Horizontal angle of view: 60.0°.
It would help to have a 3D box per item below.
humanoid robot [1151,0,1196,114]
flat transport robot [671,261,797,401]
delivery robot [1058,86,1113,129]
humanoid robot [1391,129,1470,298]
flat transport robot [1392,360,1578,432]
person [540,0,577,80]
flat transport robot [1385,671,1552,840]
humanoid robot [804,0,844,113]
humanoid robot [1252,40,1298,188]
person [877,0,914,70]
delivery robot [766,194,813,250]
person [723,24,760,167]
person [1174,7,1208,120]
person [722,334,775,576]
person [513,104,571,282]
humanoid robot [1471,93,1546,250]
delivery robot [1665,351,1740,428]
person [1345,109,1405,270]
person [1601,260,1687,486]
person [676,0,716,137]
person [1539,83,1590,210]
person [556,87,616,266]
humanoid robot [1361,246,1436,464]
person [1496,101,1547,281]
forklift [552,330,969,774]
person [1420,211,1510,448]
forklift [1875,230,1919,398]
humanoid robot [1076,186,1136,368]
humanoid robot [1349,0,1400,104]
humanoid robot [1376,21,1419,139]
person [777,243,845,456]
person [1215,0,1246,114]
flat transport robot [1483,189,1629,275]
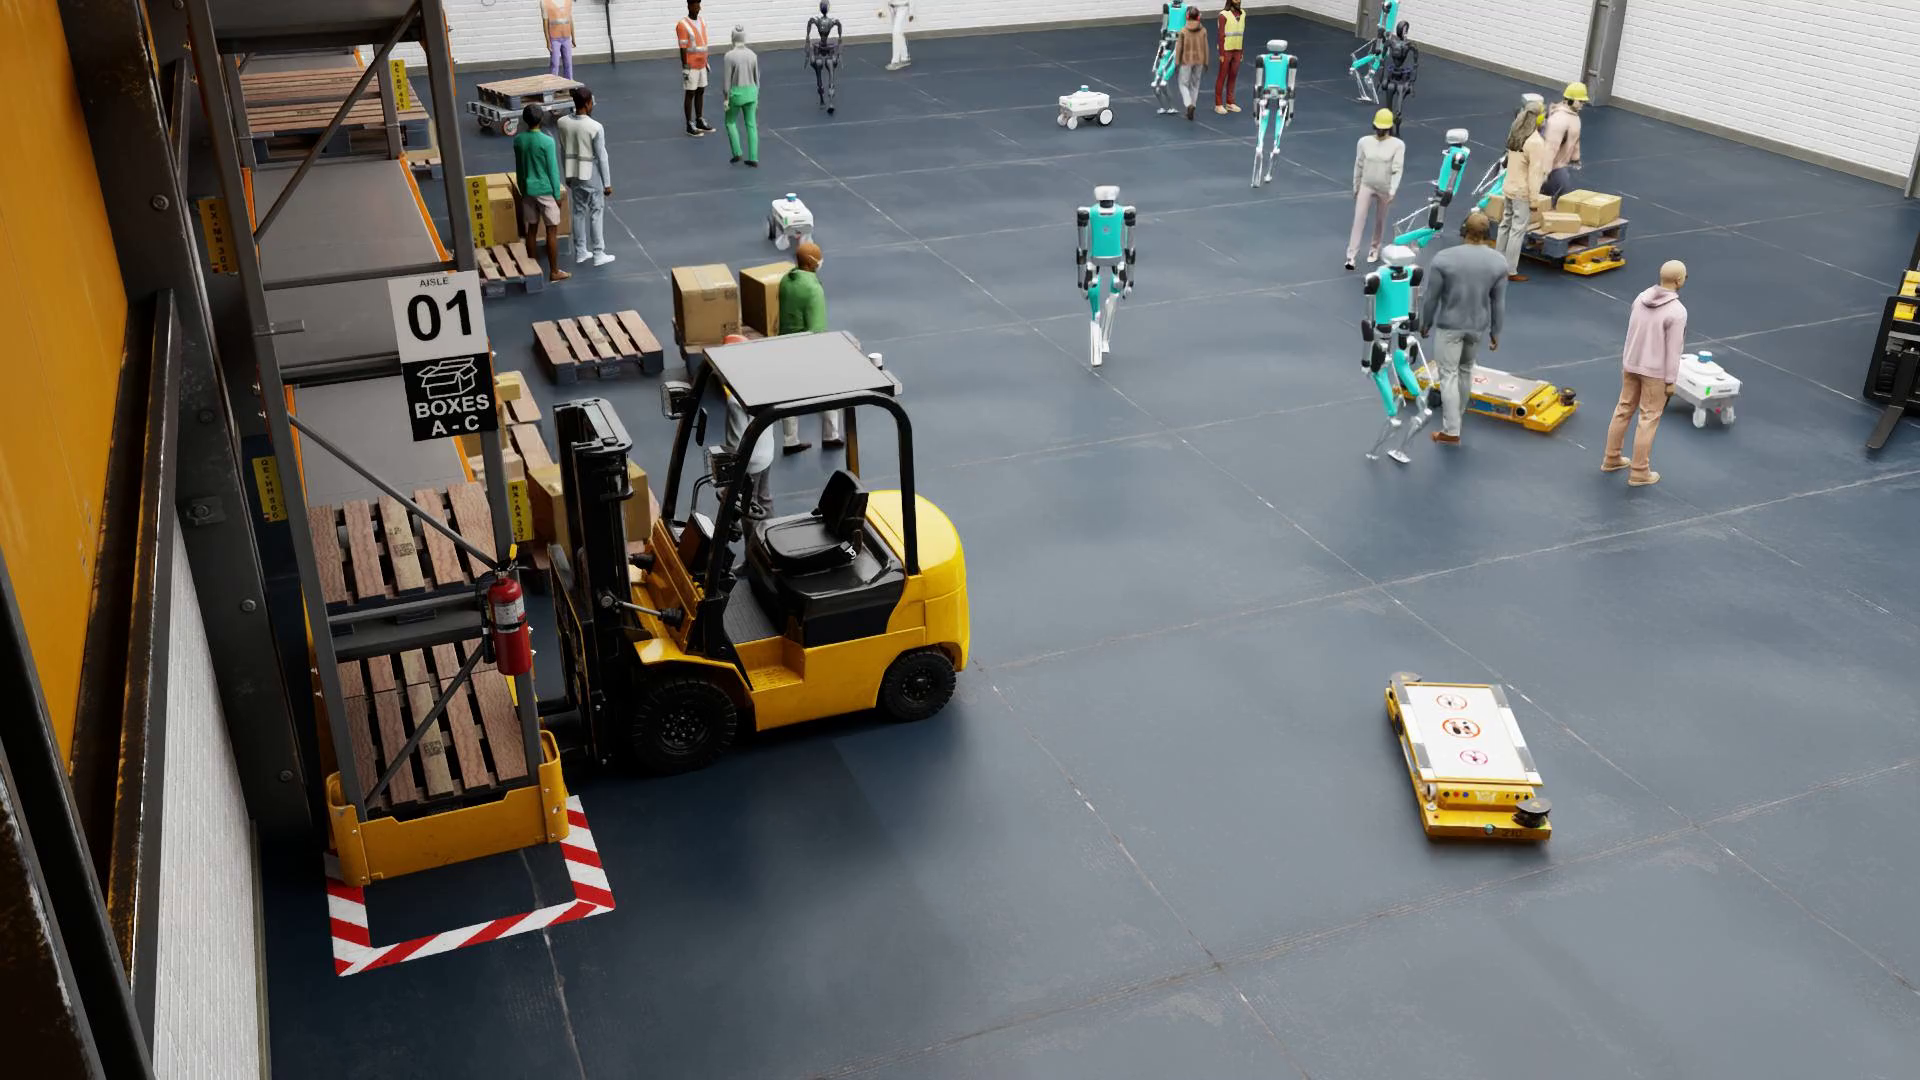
[{"bbox_3d":[3.074,-7.170,24.597,0.540,1.773,0.745,20,33,34],"label":"humanoid robot"},{"bbox_3d":[-1.937,-1.634,15.237,0.659,0.231,1.431,-7,28,-14],"label":"flat transport robot"},{"bbox_3d":[1.835,-6.298,24.217,0.791,0.614,0.499,-14,30,-26],"label":"delivery robot"},{"bbox_3d":[4.665,-3.254,16.885,0.797,1.830,0.536,5,27,10],"label":"humanoid robot"},{"bbox_3d":[4.582,-1.286,14.544,1.431,0.231,0.659,20,33,34],"label":"flat transport robot"},{"bbox_3d":[-6.158,-7.701,25.563,0.388,1.839,0.559,22,34,37],"label":"person"},{"bbox_3d":[2.894,1.219,9.563,0.659,0.231,1.431,2,27,3],"label":"flat transport robot"},{"bbox_3d":[-2.036,-7.219,24.815,0.600,1.625,0.758,-1,27,-2],"label":"humanoid robot"},{"bbox_3d":[3.921,-5.310,21.032,0.548,1.871,0.832,8,28,15],"label":"humanoid robot"},{"bbox_3d":[-1.116,-8.804,27.740,0.793,1.856,0.576,-23,35,-38],"label":"person"},{"bbox_3d":[-1.927,-3.634,18.919,0.525,0.613,0.785,-8,28,-16],"label":"delivery robot"},{"bbox_3d":[-2.889,-5.846,21.874,0.575,1.828,0.551,-18,32,-31],"label":"person"},{"bbox_3d":[3.379,-6.909,24.222,0.520,1.615,0.603,-3,27,-6],"label":"person"},{"bbox_3d":[-1.476,-0.586,11.515,0.352,1.740,0.571,7,28,14],"label":"person"},{"bbox_3d":[-4.441,-3.643,17.498,0.514,1.837,0.407,11,29,20],"label":"person"},{"bbox_3d":[5.926,-3.992,18.308,0.769,1.789,0.530,-4,27,-8],"label":"humanoid robot"},{"bbox_3d":[6.347,-1.334,14.343,0.499,0.614,0.789,-5,27,-10],"label":"delivery robot"},{"bbox_3d":[4.444,-3.735,17.795,0.527,1.717,0.911,9,28,18],"label":"person"},{"bbox_3d":[5.325,-1.299,12.899,0.408,1.775,0.526,-11,29,-21],"label":"person"},{"bbox_3d":[-3.730,-6.716,23.460,0.373,1.963,0.606,13,29,24],"label":"person"},{"bbox_3d":[6.662,-4.230,18.682,0.835,1.821,0.790,12,29,22],"label":"person"},{"bbox_3d":[-4.036,-3.910,17.945,0.597,1.909,0.399,12,29,23],"label":"person"},{"bbox_3d":[3.494,-1.382,13.108,0.543,1.785,0.727,-12,29,-23],"label":"humanoid robot"},{"bbox_3d":[5.885,-3.664,17.499,0.392,1.871,0.561,-5,27,-9],"label":"person"},{"bbox_3d":[-1.094,0.010,9.831,2.313,2.155,1.214,-10,28,-20],"label":"forklift"},{"bbox_3d":[4.113,-1.732,13.627,0.638,1.913,0.735,-2,27,-3],"label":"person"},{"bbox_3d":[9.029,-2.397,14.618,1.214,2.155,2.313,18,32,32],"label":"forklift"},{"bbox_3d":[1.317,-2.417,15.167,0.546,1.736,1.027,1,27,3],"label":"humanoid robot"},{"bbox_3d":[6.224,-7.441,25.239,0.745,1.856,0.538,15,30,27],"label":"humanoid robot"},{"bbox_3d":[6.083,-6.382,23.119,0.593,1.637,0.467,18,32,32],"label":"humanoid robot"},{"bbox_3d":[-1.171,-1.543,13.392,0.705,1.754,0.568,-22,34,-37],"label":"person"},{"bbox_3d":[4.024,-7.275,24.789,0.470,1.768,0.378,-16,31,-29],"label":"person"},{"bbox_3d":[6.569,-3.243,18.438,0.659,0.231,1.431,-17,32,-31],"label":"flat transport robot"}]
